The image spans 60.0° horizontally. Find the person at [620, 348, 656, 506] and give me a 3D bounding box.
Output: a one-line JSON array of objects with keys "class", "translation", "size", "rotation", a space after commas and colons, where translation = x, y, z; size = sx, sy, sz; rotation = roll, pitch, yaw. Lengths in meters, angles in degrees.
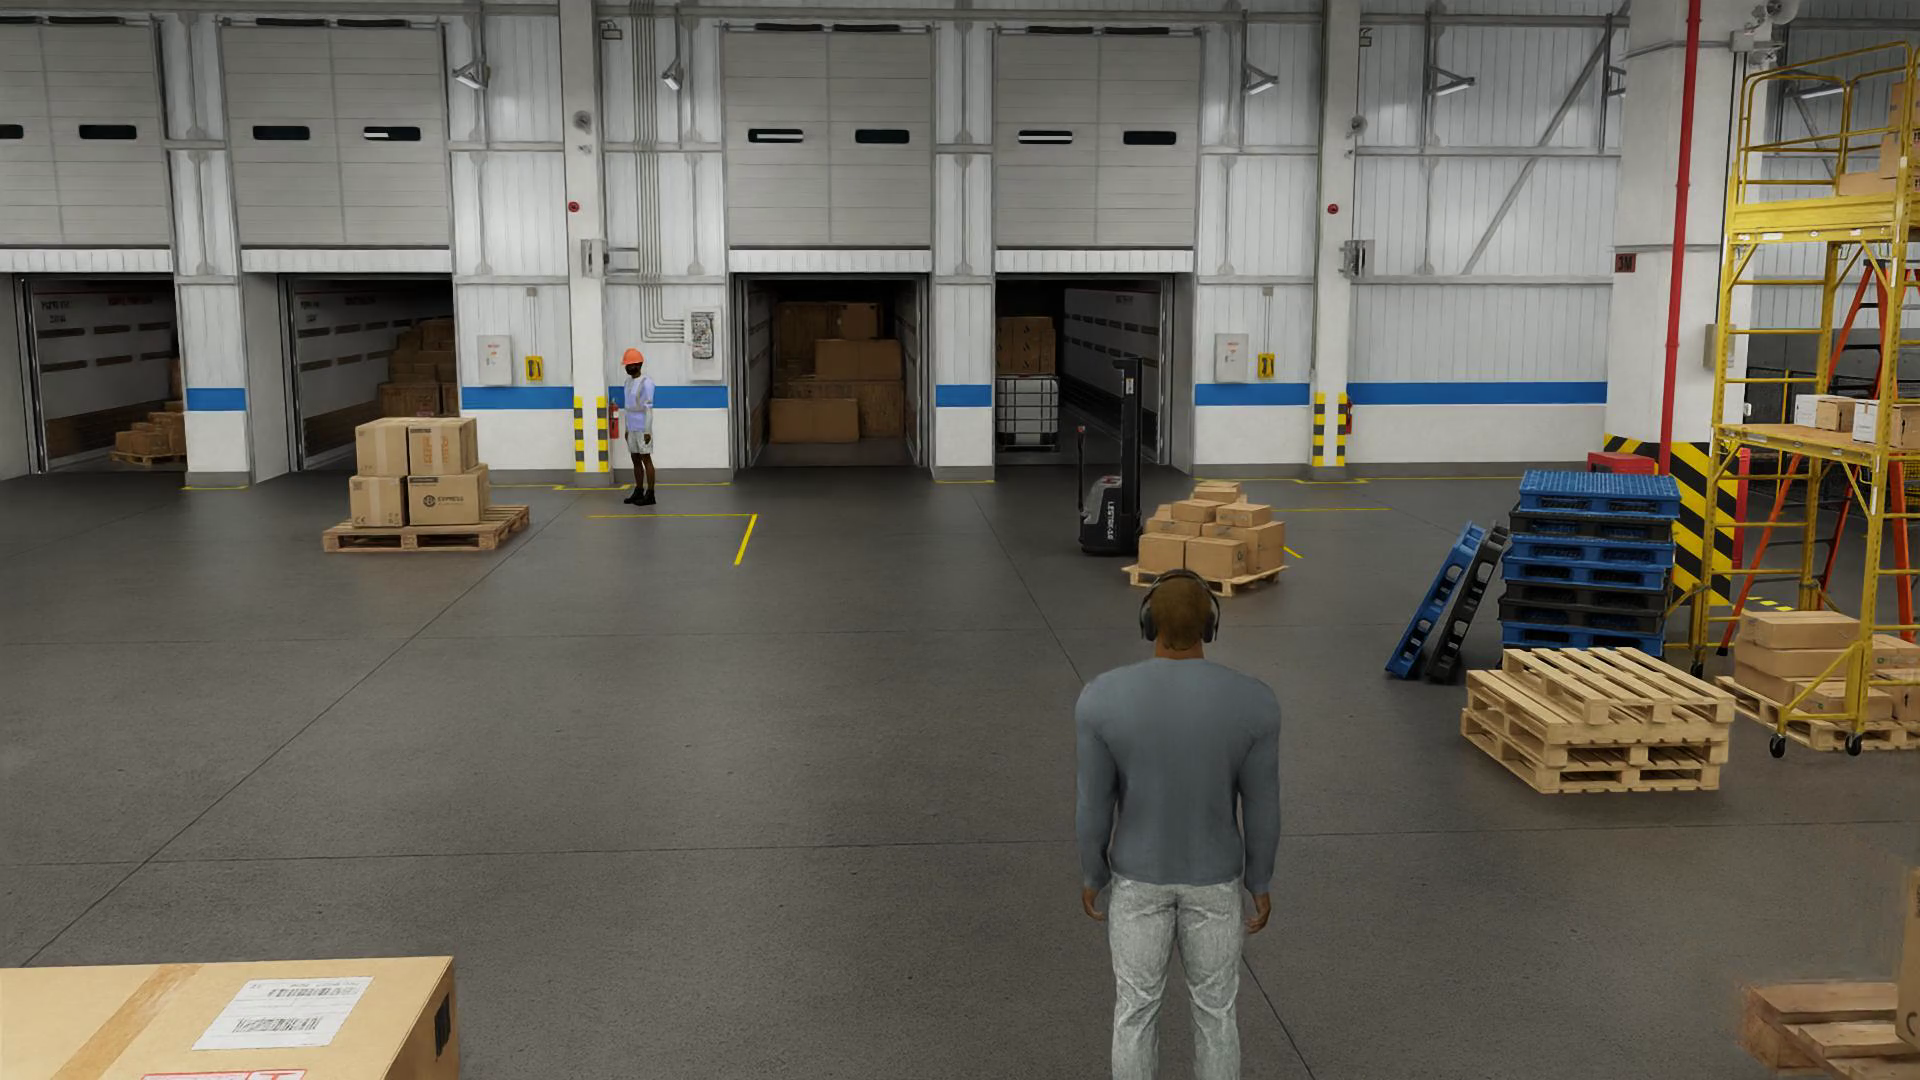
[{"class": "person", "translation": [-3.966, -1.384, 20.422], "size": [0.388, 1.930, 0.544], "rotation": [-8, 12, -43]}]

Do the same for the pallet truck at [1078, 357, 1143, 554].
[{"class": "pallet truck", "translation": [2.088, -0.836, 16.757], "size": [1.885, 1.965, 0.823], "rotation": [2, 9, 13]}]

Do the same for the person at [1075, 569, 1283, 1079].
[{"class": "person", "translation": [0.668, 1.043, 5.146], "size": [0.630, 1.940, 0.370], "rotation": [1, 9, 7]}]
